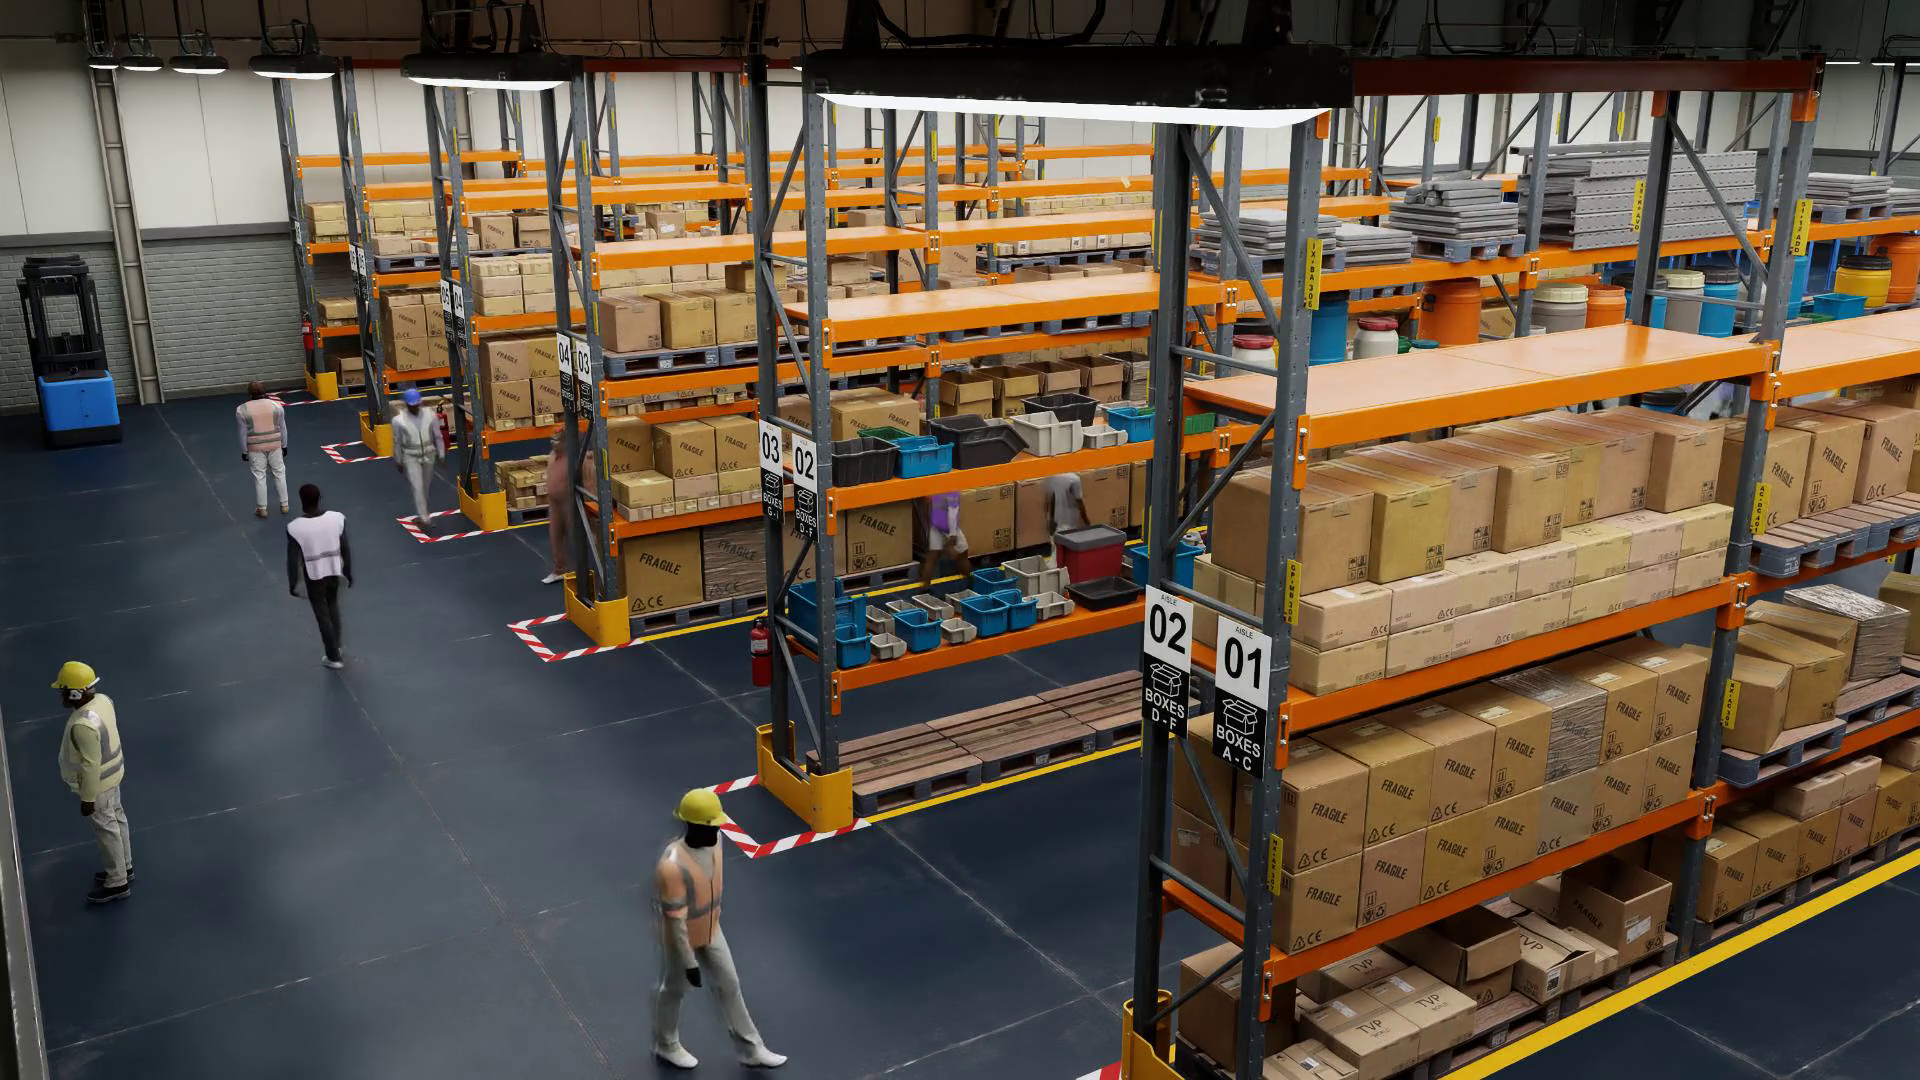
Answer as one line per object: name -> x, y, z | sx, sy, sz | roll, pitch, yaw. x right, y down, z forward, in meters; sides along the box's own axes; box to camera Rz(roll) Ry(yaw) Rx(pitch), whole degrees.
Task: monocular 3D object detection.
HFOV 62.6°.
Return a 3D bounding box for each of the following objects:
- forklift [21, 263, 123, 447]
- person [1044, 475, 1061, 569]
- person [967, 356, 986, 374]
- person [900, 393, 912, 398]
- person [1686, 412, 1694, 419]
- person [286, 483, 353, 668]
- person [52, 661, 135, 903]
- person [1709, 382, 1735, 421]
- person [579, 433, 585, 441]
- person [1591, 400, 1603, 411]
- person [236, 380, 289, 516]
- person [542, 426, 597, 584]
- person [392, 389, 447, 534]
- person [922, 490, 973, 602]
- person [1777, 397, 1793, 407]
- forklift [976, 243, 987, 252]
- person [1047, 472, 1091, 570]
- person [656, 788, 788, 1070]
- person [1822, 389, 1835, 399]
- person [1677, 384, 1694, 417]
forklift -> -14.518, -3.079, 25.708 | 1.129, 2.768, 1.873 | -10, 20, -31
person -> 1.160, -0.381, 18.892 | 0.270, 1.632, 0.508 | -9, 19, -27
person -> 0.249, -1.990, 23.776 | 0.427, 1.863, 0.599 | -10, 20, -29
person -> -0.572, -0.971, 20.356 | 0.628, 1.917, 0.555 | -11, 20, -33
person -> 11.556, -2.505, 25.433 | 0.984, 1.903, 0.638 | -5, 18, -16
person -> -6.559, 0.339, 16.073 | 0.660, 1.900, 0.620 | 15, 22, 40
person -> -6.347, 1.751, 11.567 | 0.403, 1.833, 0.586 | -5, 18, -16
person -> 12.065, -2.282, 24.698 | 0.964, 1.901, 0.544 | -5, 18, -16
person -> -5.578, -2.070, 23.931 | 1.067, 1.945, 0.613 | -11, 20, -32
person -> 10.746, -2.776, 26.667 | 0.562, 1.666, 0.457 | -16, 23, -41
person -> -9.438, -1.250, 21.392 | 0.626, 1.844, 0.429 | -12, 21, -35
person -> -4.609, -0.446, 18.694 | 0.653, 1.881, 0.801 | 14, 22, 39
person -> -7.053, -1.052, 20.671 | 0.604, 1.878, 1.037 | -12, 21, -35
person -> -0.053, -0.209, 17.891 | 0.957, 1.888, 0.569 | -10, 19, -29
person -> 12.408, -2.109, 24.096 | 0.636, 1.911, 0.404 | 1, 17, 4
forklift -> 0.988, -5.474, 34.718 | 1.214, 2.155, 2.313 | -10, 20, -31
person -> 1.251, -0.200, 17.995 | 0.978, 1.821, 0.513 | -6, 18, -20
person -> -1.503, 2.372, 9.434 | 0.925, 1.884, 0.604 | 9, 19, 27
person -> 12.227, -1.477, 21.979 | 0.775, 1.940, 0.702 | 10, 20, 30
person -> 10.760, -2.009, 23.738 | 0.594, 1.924, 0.382 | -11, 20, -32
